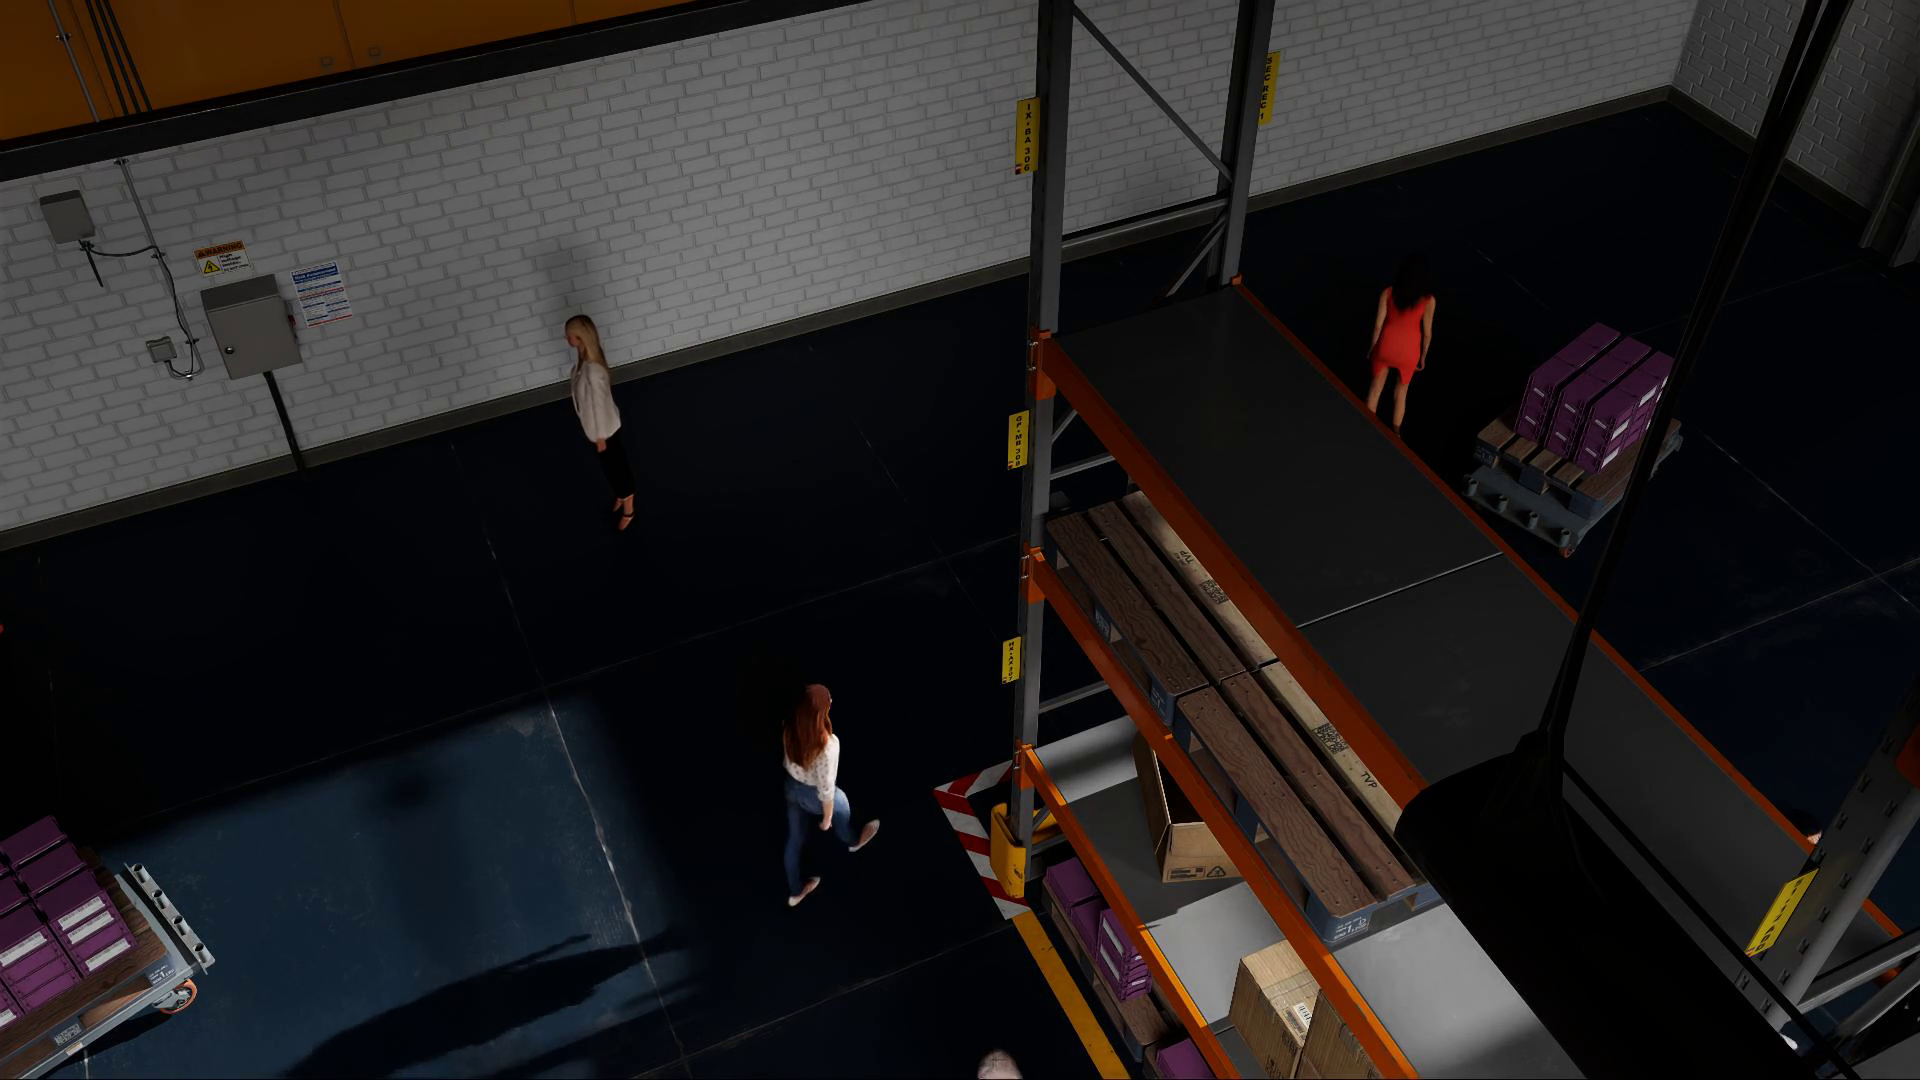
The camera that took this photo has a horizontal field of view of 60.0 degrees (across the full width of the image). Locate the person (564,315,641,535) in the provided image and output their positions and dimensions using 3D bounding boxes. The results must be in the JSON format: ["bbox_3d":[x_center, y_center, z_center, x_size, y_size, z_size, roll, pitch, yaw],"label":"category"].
[{"bbox_3d":[-2.519,-0.807,11.704,0.664,1.858,0.471,-15,46,-15],"label":"person"}]

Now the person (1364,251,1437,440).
[{"bbox_3d":[3.265,-1.418,12.446,0.661,1.719,0.712,13,45,13],"label":"person"}]

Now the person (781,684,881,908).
[{"bbox_3d":[-0.904,1.481,9.421,1.020,1.694,0.914,30,51,27],"label":"person"}]
